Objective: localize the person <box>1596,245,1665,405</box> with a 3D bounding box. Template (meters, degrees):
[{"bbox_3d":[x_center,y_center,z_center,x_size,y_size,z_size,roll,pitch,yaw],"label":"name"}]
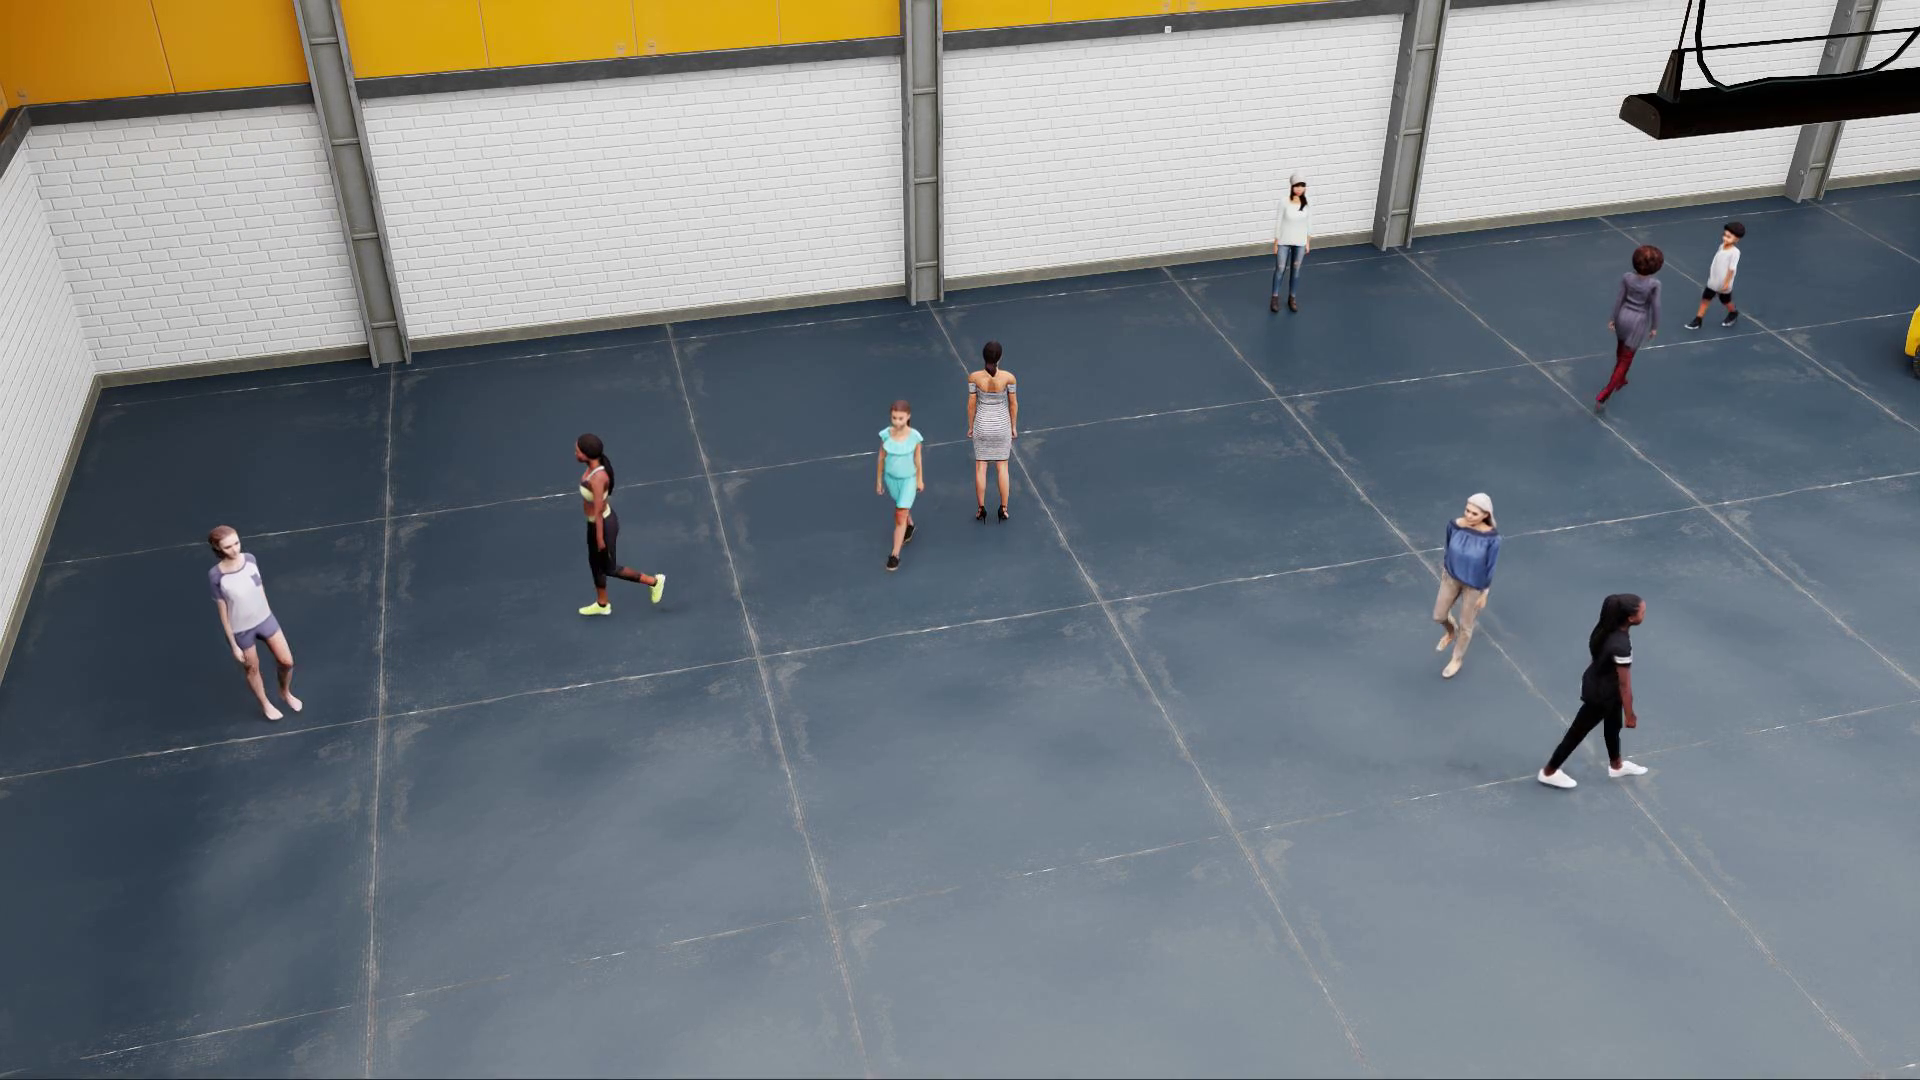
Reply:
[{"bbox_3d":[6.800,-2.142,16.923,1.011,1.674,1.167,25,41,32],"label":"person"}]

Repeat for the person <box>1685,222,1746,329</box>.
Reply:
[{"bbox_3d":[8.525,-2.929,18.494,0.903,1.245,0.561,-13,36,-19],"label":"person"}]

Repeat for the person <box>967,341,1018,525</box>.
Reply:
[{"bbox_3d":[0.284,-0.970,15.026,0.568,1.822,0.723,1,34,2],"label":"person"}]

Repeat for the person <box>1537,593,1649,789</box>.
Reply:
[{"bbox_3d":[4.529,1.117,11.994,1.120,1.702,0.918,7,34,11],"label":"person"}]

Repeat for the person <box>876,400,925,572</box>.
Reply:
[{"bbox_3d":[-0.507,-0.565,14.691,1.047,1.517,0.971,9,35,14],"label":"person"}]

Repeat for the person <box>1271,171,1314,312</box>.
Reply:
[{"bbox_3d":[3.748,-3.384,18.816,0.482,1.646,0.661,-2,34,-3],"label":"person"}]

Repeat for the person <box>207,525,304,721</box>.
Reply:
[{"bbox_3d":[-5.466,0.623,12.692,0.776,1.753,0.716,27,42,34],"label":"person"}]

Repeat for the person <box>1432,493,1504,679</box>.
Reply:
[{"bbox_3d":[4.064,0.317,13.210,0.785,1.688,0.843,25,41,33],"label":"person"}]

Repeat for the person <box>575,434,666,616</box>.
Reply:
[{"bbox_3d":[-2.877,-0.102,13.799,0.961,1.734,0.579,-7,34,-11],"label":"person"}]
